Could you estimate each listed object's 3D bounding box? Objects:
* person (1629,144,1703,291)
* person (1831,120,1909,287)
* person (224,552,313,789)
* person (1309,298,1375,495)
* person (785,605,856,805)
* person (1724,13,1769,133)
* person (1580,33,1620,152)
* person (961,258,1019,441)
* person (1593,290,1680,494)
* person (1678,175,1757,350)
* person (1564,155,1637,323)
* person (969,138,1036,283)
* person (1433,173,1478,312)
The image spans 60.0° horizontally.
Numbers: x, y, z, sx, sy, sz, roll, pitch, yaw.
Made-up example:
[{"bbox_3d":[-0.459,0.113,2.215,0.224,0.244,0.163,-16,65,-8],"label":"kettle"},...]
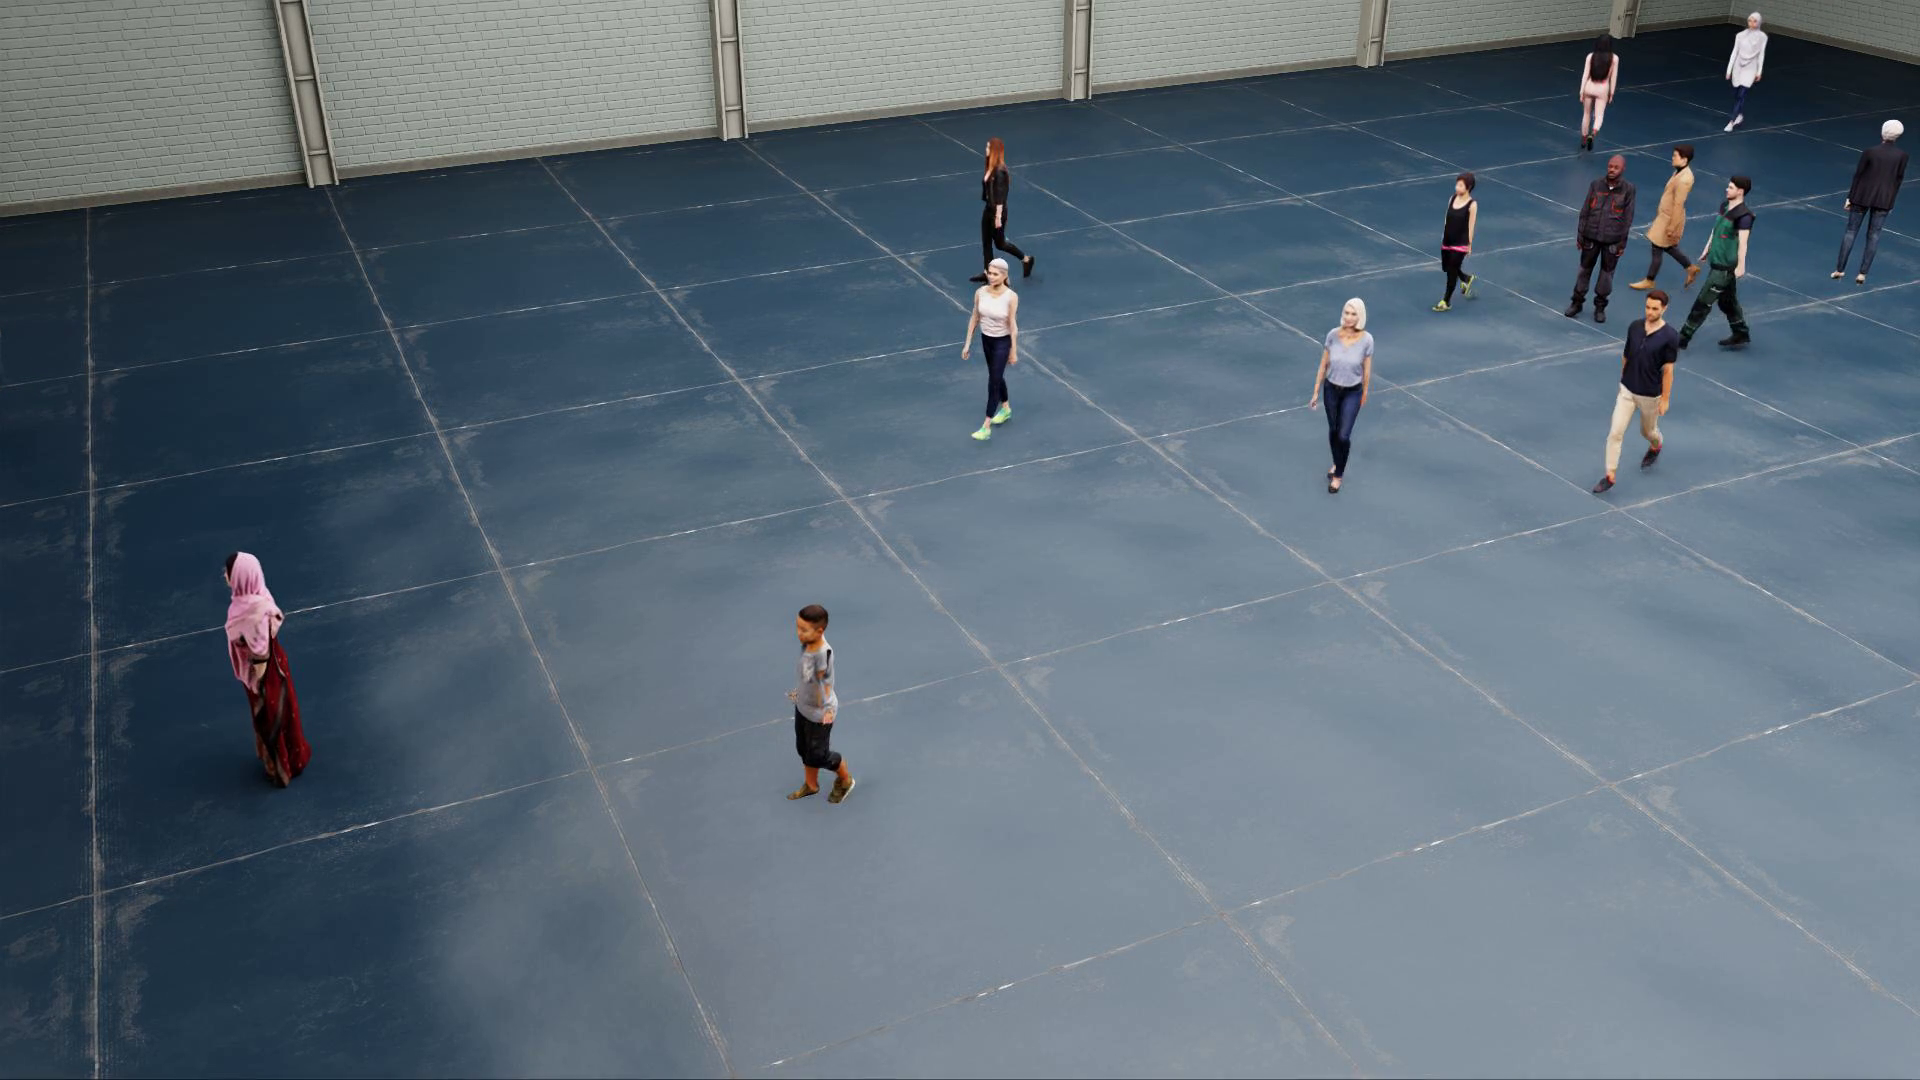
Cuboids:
[{"bbox_3d":[8.184,-3.657,18.955,1.074,1.710,1.013,9,29,16],"label":"person"},{"bbox_3d":[9.624,-3.594,17.627,0.824,1.779,0.783,12,30,22],"label":"person"},{"bbox_3d":[-4.464,0.799,10.667,0.615,1.636,0.657,-10,30,-18],"label":"person"},{"bbox_3d":[3.375,-1.321,14.577,0.827,1.702,0.931,17,32,28],"label":"person"},{"bbox_3d":[-0.879,0.988,10.510,0.673,1.450,0.598,-15,31,-25],"label":"person"},{"bbox_3d":[12.073,-7.183,25.560,0.937,1.727,1.223,21,35,35],"label":"person"},{"bbox_3d":[9.288,-6.491,24.285,1.016,1.703,1.083,10,30,18],"label":"person"},{"bbox_3d":[0.368,-1.828,15.572,0.928,1.663,1.133,18,33,31],"label":"person"},{"bbox_3d":[5.964,-1.308,14.439,0.948,1.810,1.279,24,36,38],"label":"person"},{"bbox_3d":[8.036,-2.847,17.280,1.325,1.856,1.081,2,28,3],"label":"person"},{"bbox_3d":[7.056,-3.333,18.227,0.797,1.823,0.812,15,32,26],"label":"person"},{"bbox_3d":[0.505,-3.772,19.190,1.054,1.693,0.758,-5,28,-10],"label":"person"},{"bbox_3d":[5.594,-3.340,18.545,0.902,1.537,0.589,-16,32,-27],"label":"person"}]
